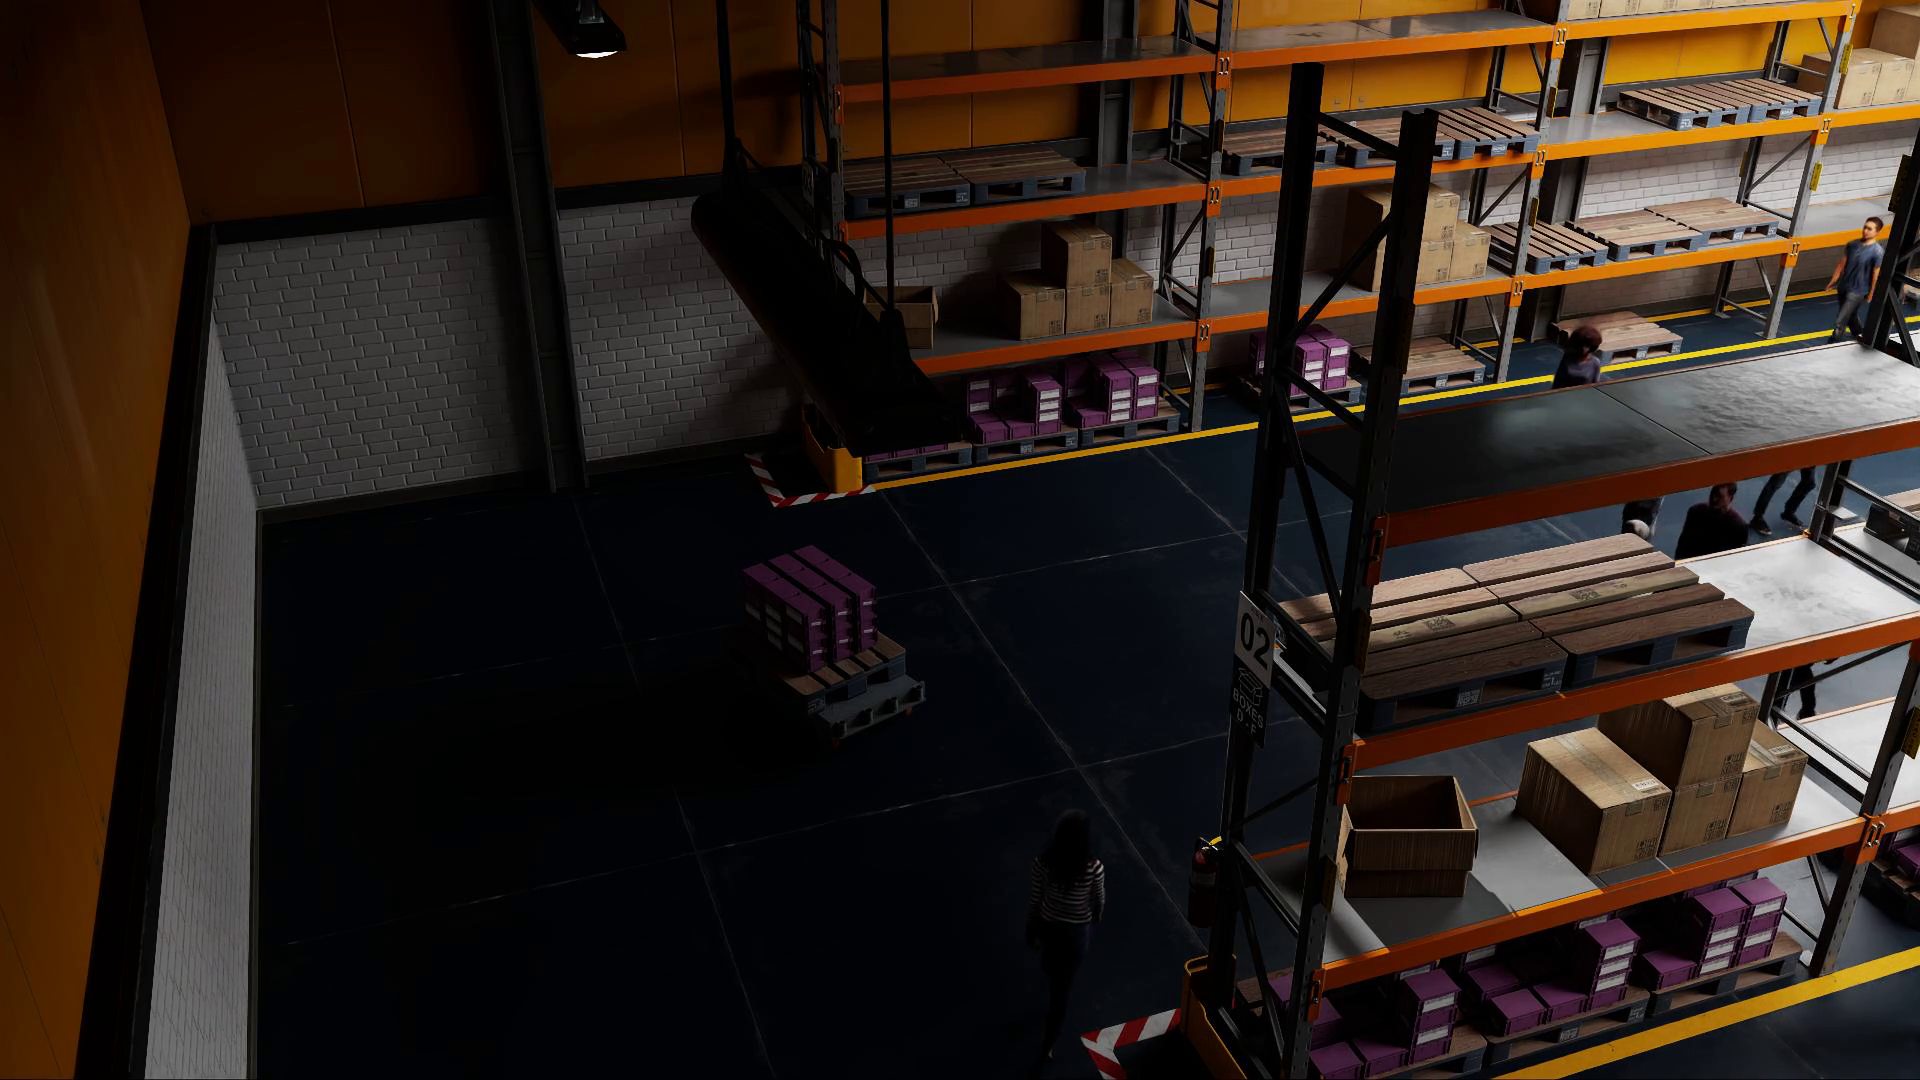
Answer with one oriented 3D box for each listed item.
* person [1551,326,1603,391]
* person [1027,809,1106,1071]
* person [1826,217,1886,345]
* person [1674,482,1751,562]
[{"bbox_3d":[6.210,-1.366,16.864,0.690,1.710,0.740,15,32,25],"label":"person"},{"bbox_3d":[0.603,2.428,9.863,1.047,1.753,1.016,6,29,11],"label":"person"},{"bbox_3d":[10.661,-2.958,19.722,1.145,1.768,0.655,-9,30,-17],"label":"person"},{"bbox_3d":[6.173,0.300,13.683,1.017,1.832,0.898,-17,33,-29],"label":"person"}]
